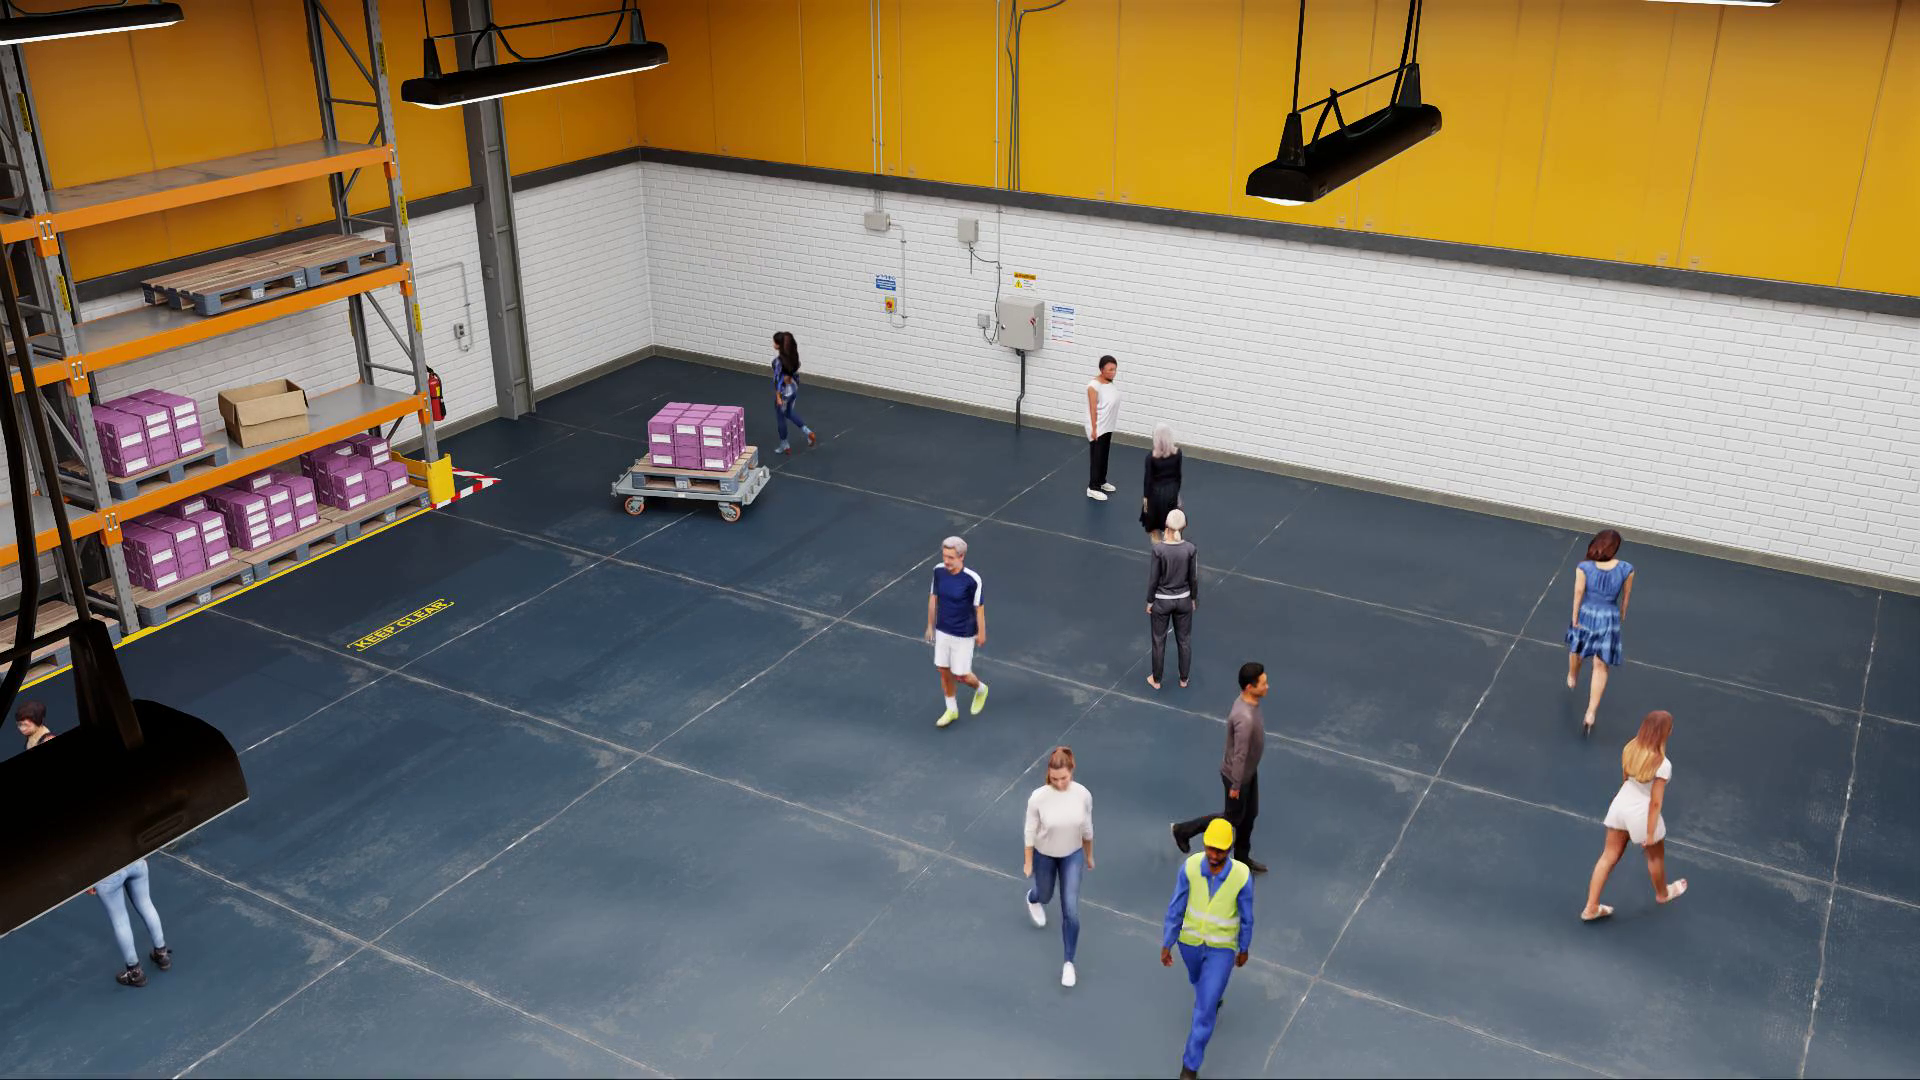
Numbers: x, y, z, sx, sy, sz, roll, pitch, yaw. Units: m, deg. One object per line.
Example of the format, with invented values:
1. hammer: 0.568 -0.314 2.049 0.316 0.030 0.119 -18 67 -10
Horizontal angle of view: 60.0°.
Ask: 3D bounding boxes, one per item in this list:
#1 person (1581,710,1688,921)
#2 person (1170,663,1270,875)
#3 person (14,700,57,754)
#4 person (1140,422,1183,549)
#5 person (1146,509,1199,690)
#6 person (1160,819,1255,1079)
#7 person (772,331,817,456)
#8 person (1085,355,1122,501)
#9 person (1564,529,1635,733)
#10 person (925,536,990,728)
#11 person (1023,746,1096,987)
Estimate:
1. person: 4.701 1.989 11.754 1.143 1.653 0.992 -10 25 -21
2. person: 1.991 1.691 12.317 0.835 1.747 0.967 -3 24 -6
3. person: -6.601 1.830 12.297 1.038 1.510 0.819 -18 29 -35
4. person: 2.101 -0.352 17.005 0.848 1.736 0.892 -10 25 -21
5. person: 1.909 0.527 15.006 0.690 1.726 0.711 -2 24 -5
6. person: 1.581 2.489 10.470 0.775 1.765 1.243 10 26 22
7. person: -2.072 -1.796 20.469 0.705 1.607 0.748 11 26 23
8. person: 1.655 -1.334 19.311 0.718 1.689 0.553 11 26 24
9. person: 5.499 0.816 14.326 0.779 1.742 1.214 8 25 17
10. person: 0.023 0.756 14.367 0.701 1.818 0.779 17 29 34
11. person: 0.647 2.127 11.391 1.058 1.691 1.206 -3 24 -7
